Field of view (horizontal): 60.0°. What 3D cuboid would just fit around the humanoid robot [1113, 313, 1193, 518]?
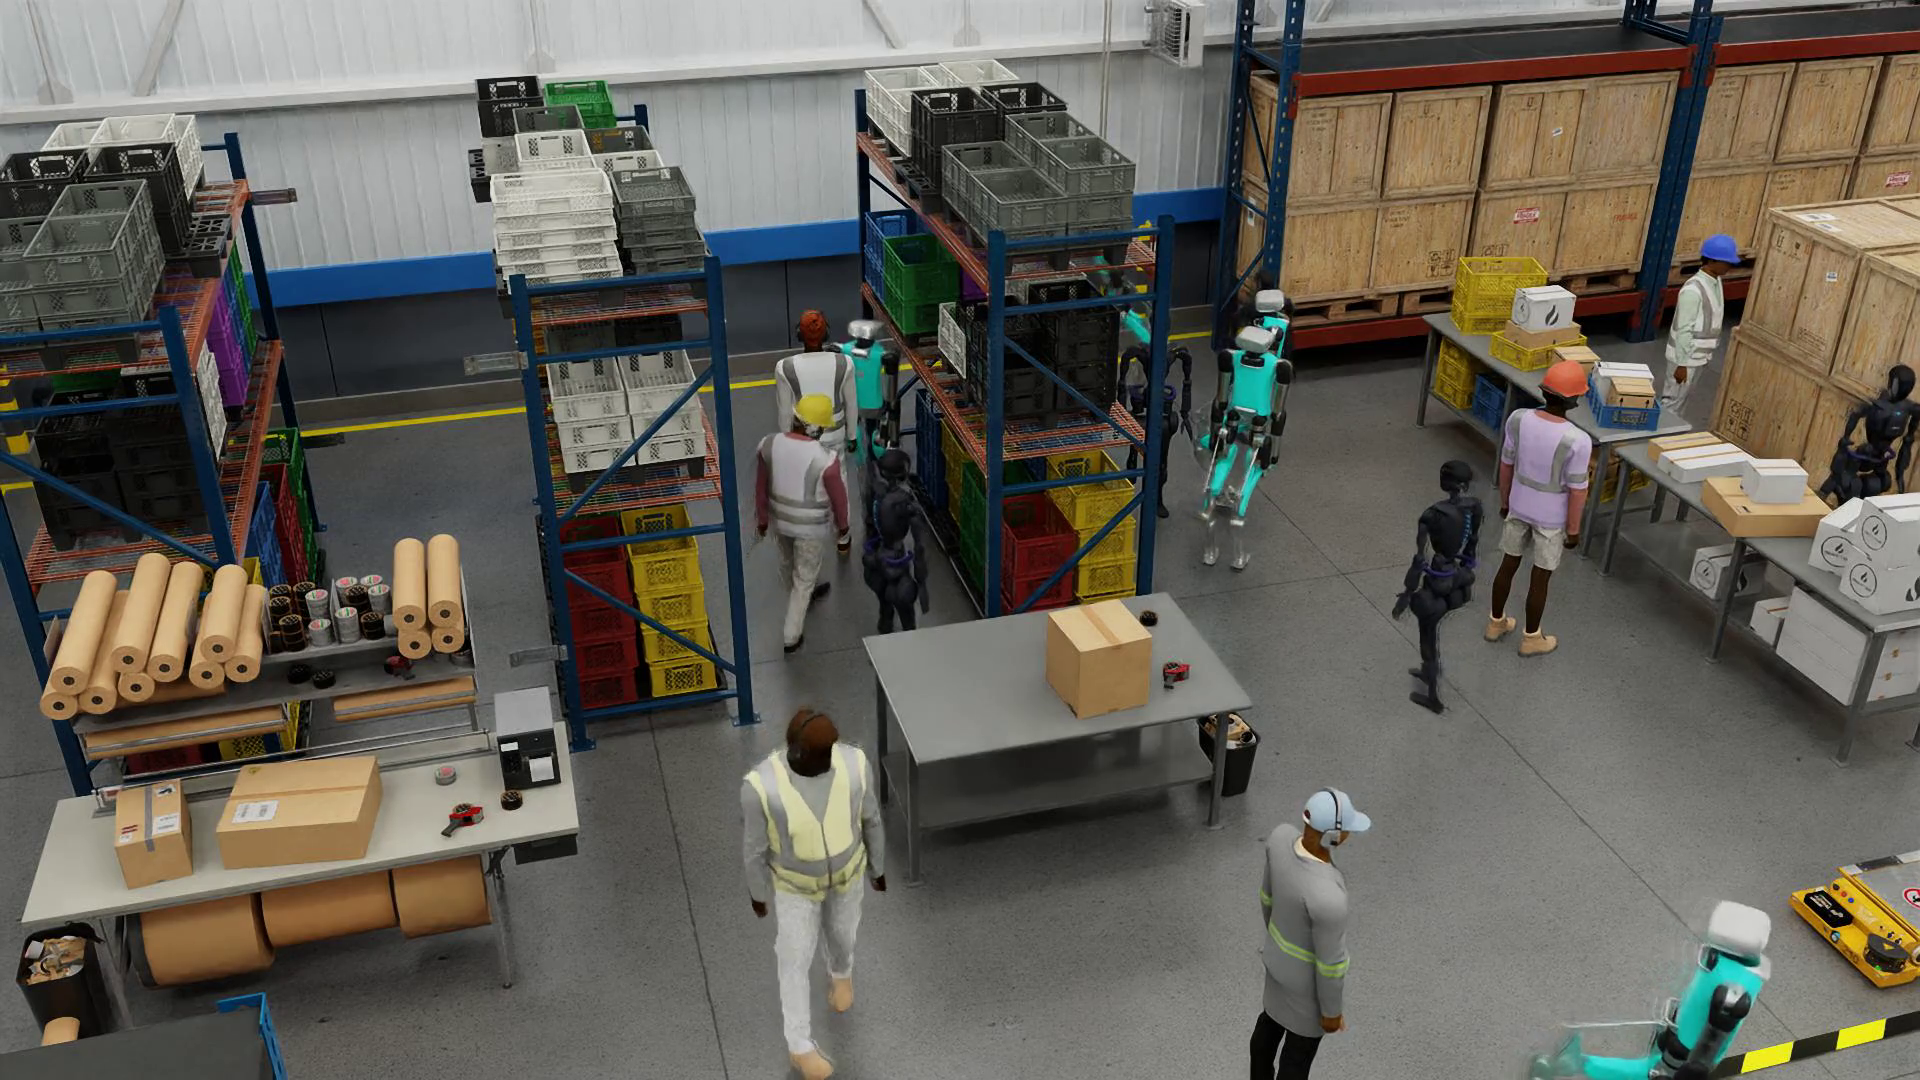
[{"bbox_3d":[1.443,-0.936,12.384,0.599,1.659,0.315,0,29,0],"label":"humanoid robot"}]

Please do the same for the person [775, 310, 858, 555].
[{"bbox_3d":[-1.005,-0.739,11.831,0.574,1.882,0.356,-6,29,-10],"label":"person"}]

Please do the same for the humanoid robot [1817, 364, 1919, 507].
[{"bbox_3d":[6.304,-0.519,11.662,0.611,1.626,0.639,-4,29,-6],"label":"humanoid robot"}]

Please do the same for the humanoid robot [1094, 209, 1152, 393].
[{"bbox_3d":[1.492,-2.095,14.480,0.803,1.803,0.550,-6,29,-10],"label":"humanoid robot"}]

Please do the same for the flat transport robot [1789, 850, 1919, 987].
[{"bbox_3d":[5.163,1.916,8.676,1.431,0.231,0.659,-8,30,-14],"label":"flat transport robot"}]

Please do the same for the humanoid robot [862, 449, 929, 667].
[{"bbox_3d":[-0.427,0.183,10.383,0.455,1.631,0.586,-22,36,-34],"label":"humanoid robot"}]

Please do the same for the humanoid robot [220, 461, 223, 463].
[{"bbox_3d":[-6.274,-1.166,12.813,1.012,1.773,0.530,-18,33,-29],"label":"humanoid robot"}]

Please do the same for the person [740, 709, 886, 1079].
[{"bbox_3d":[-0.627,1.598,7.663,0.663,1.817,0.671,-11,31,-19],"label":"person"}]

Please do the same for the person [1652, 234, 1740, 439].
[{"bbox_3d":[5.751,-1.466,13.085,0.385,1.949,0.603,21,35,33],"label":"person"}]

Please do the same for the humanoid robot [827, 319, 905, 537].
[{"bbox_3d":[-0.602,-0.833,12.245,0.531,1.862,0.791,9,30,15],"label":"humanoid robot"}]

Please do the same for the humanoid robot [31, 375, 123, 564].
[{"bbox_3d":[-6.275,-0.636,11.909,0.587,1.617,0.808,-4,29,-7],"label":"humanoid robot"}]

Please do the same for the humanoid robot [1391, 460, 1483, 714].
[{"bbox_3d":[2.918,0.275,10.200,0.610,1.649,0.465,-17,33,-28],"label":"humanoid robot"}]

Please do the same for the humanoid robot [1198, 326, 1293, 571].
[{"bbox_3d":[1.932,-0.572,11.629,0.531,1.754,0.732,14,32,24],"label":"humanoid robot"}]

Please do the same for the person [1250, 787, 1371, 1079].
[{"bbox_3d":[1.503,1.839,7.176,0.396,1.848,0.587,-8,30,-15],"label":"person"}]

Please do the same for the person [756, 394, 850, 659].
[{"bbox_3d":[-1.010,-0.138,10.863,0.604,1.763,0.806,16,33,27],"label":"person"}]

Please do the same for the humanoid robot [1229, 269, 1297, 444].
[{"bbox_3d":[2.425,-1.429,13.353,0.622,1.615,0.763,-8,30,-14],"label":"humanoid robot"}]

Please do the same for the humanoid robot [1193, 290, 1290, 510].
[{"bbox_3d":[2.031,-1.056,12.461,0.742,1.695,0.530,3,29,5],"label":"humanoid robot"}]

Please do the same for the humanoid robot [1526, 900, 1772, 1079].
[{"bbox_3d":[2.648,2.132,6.823,1.041,1.766,0.539,13,32,23],"label":"humanoid robot"}]

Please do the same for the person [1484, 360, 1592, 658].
[{"bbox_3d":[3.726,-0.197,10.680,0.368,2.044,0.607,-21,35,-33],"label":"person"}]
